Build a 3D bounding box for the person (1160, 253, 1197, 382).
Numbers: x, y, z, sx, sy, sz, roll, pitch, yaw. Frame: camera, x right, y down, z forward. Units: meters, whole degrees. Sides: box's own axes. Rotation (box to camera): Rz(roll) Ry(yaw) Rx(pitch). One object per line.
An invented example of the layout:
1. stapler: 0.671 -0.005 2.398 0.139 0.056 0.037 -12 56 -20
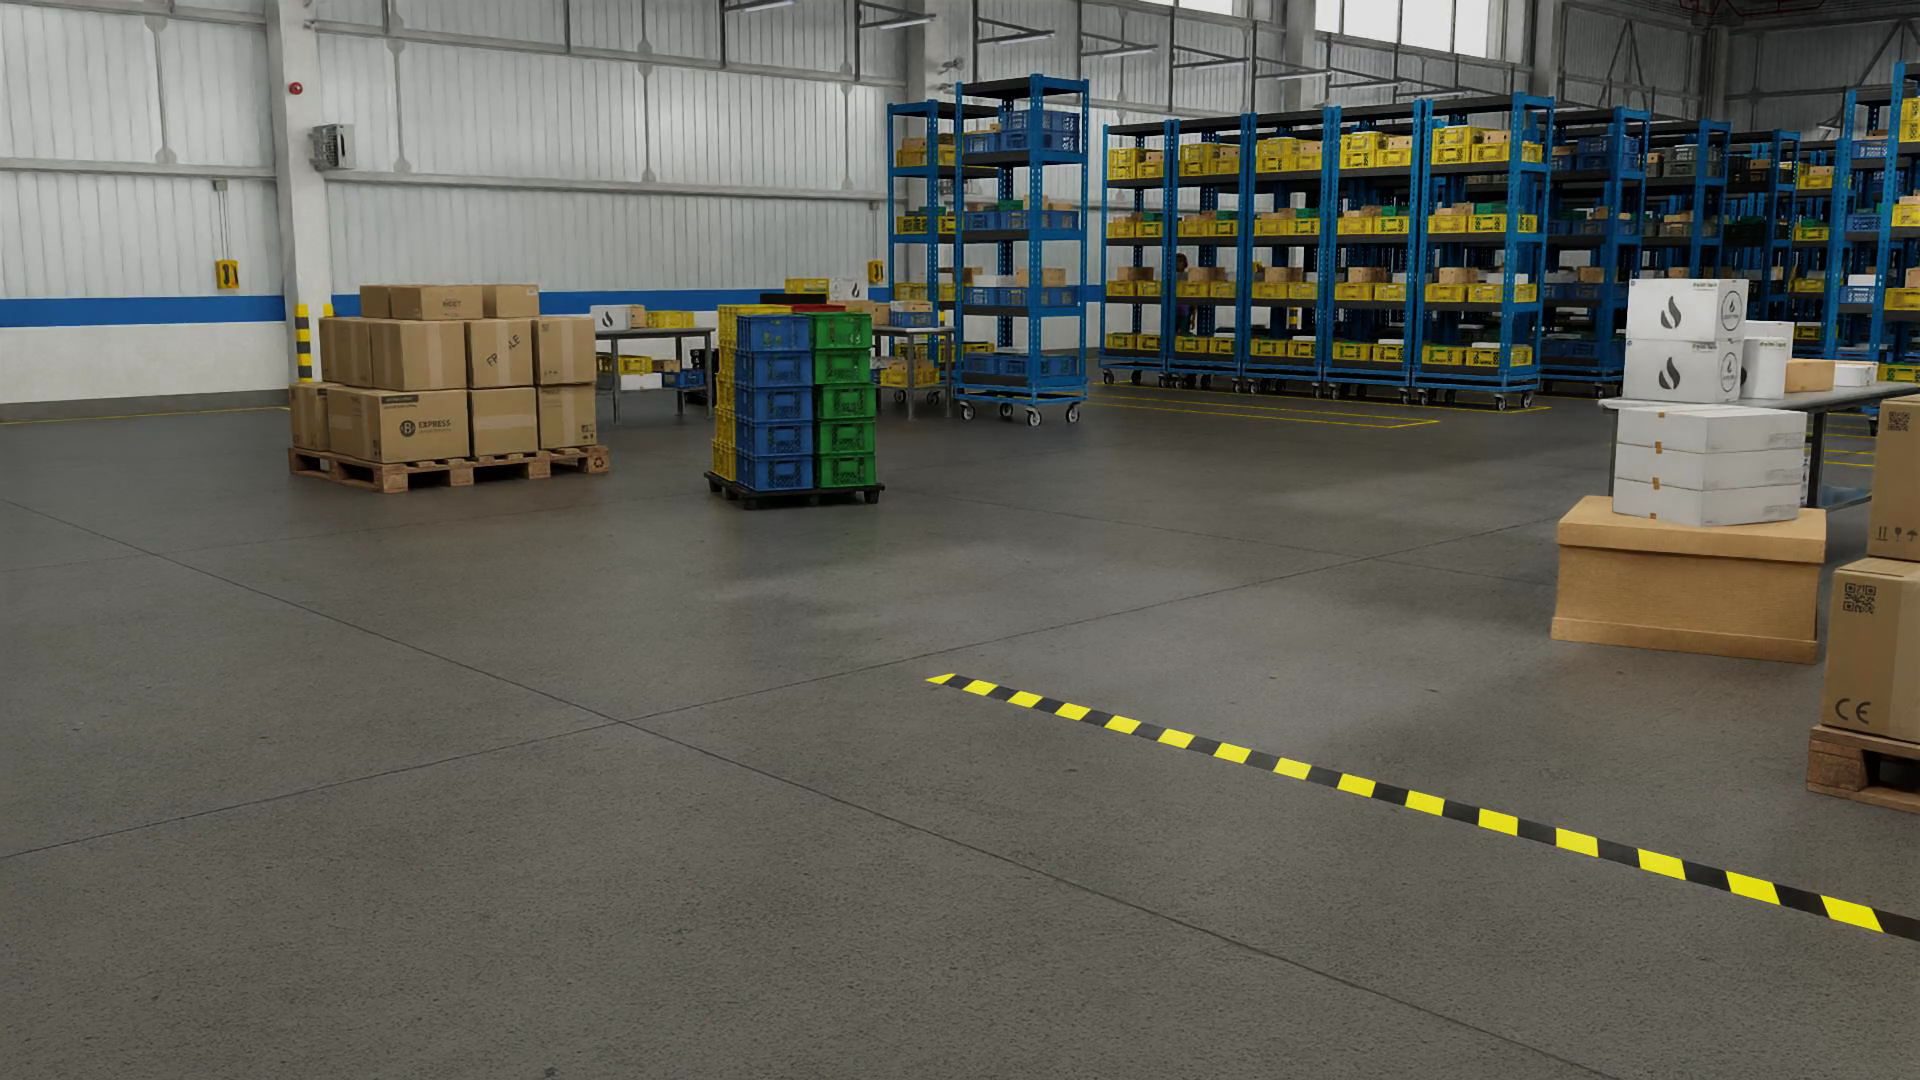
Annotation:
1. person: 3.166 -3.213 24.034 0.569 1.844 0.378 7 11 34
